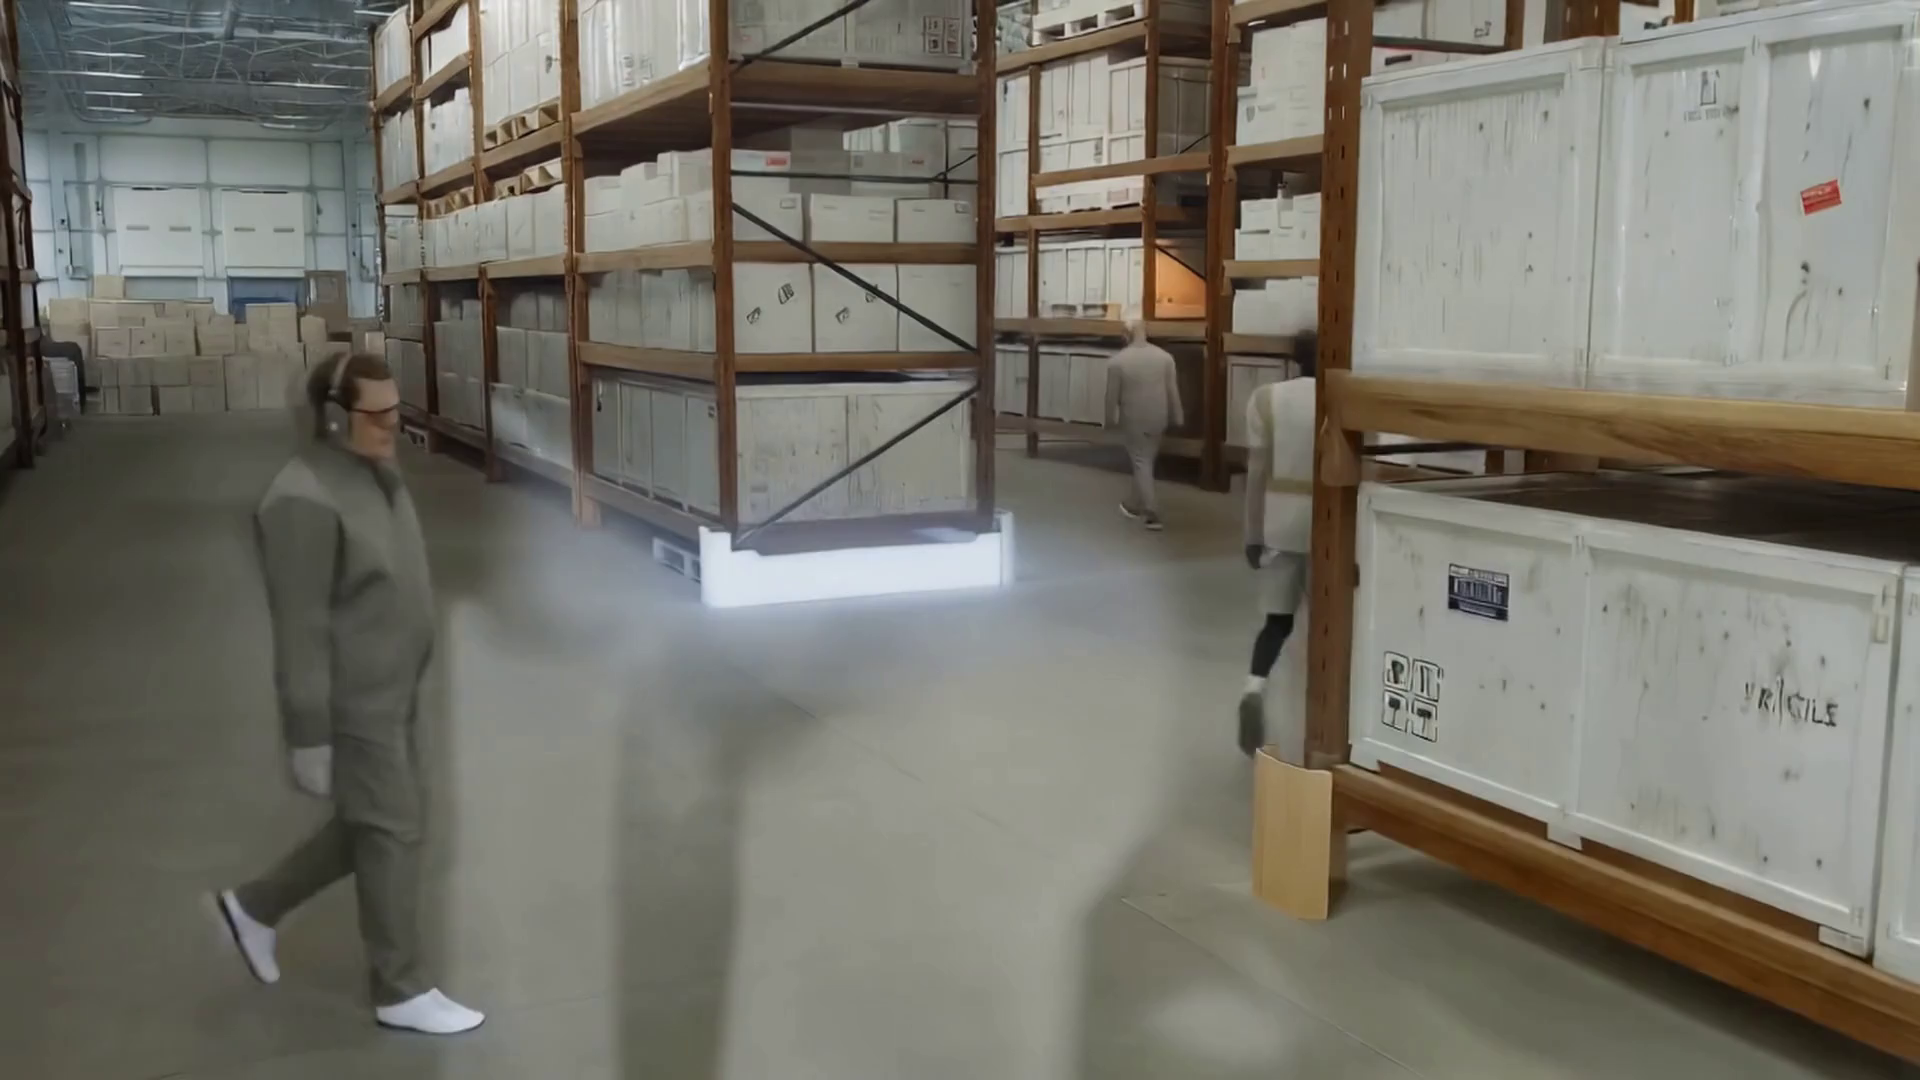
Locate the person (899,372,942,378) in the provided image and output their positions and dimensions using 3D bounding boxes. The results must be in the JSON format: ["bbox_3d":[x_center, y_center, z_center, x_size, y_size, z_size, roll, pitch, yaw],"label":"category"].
[{"bbox_3d":[-0.424,-1.043,15.358,0.550,1.683,0.417,-2,8,-11],"label":"person"}]

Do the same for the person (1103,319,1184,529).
[{"bbox_3d":[1.604,-1.039,14.816,0.686,1.843,0.990,-3,9,-21],"label":"person"}]

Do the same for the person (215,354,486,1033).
[{"bbox_3d":[-1.716,0.430,4.555,0.724,1.884,0.639,0,8,3],"label":"person"}]

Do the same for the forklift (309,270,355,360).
[{"bbox_3d":[-17.534,-6.119,46.287,1.129,2.768,1.873,-4,9,-26],"label":"forklift"}]

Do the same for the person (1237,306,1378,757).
[{"bbox_3d":[1.482,-0.021,7.207,0.618,2.014,0.786,5,10,30],"label":"person"}]

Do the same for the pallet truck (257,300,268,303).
[{"bbox_3d":[-23.913,-7.404,58.171,1.885,1.965,0.823,-1,8,-9],"label":"pallet truck"}]
